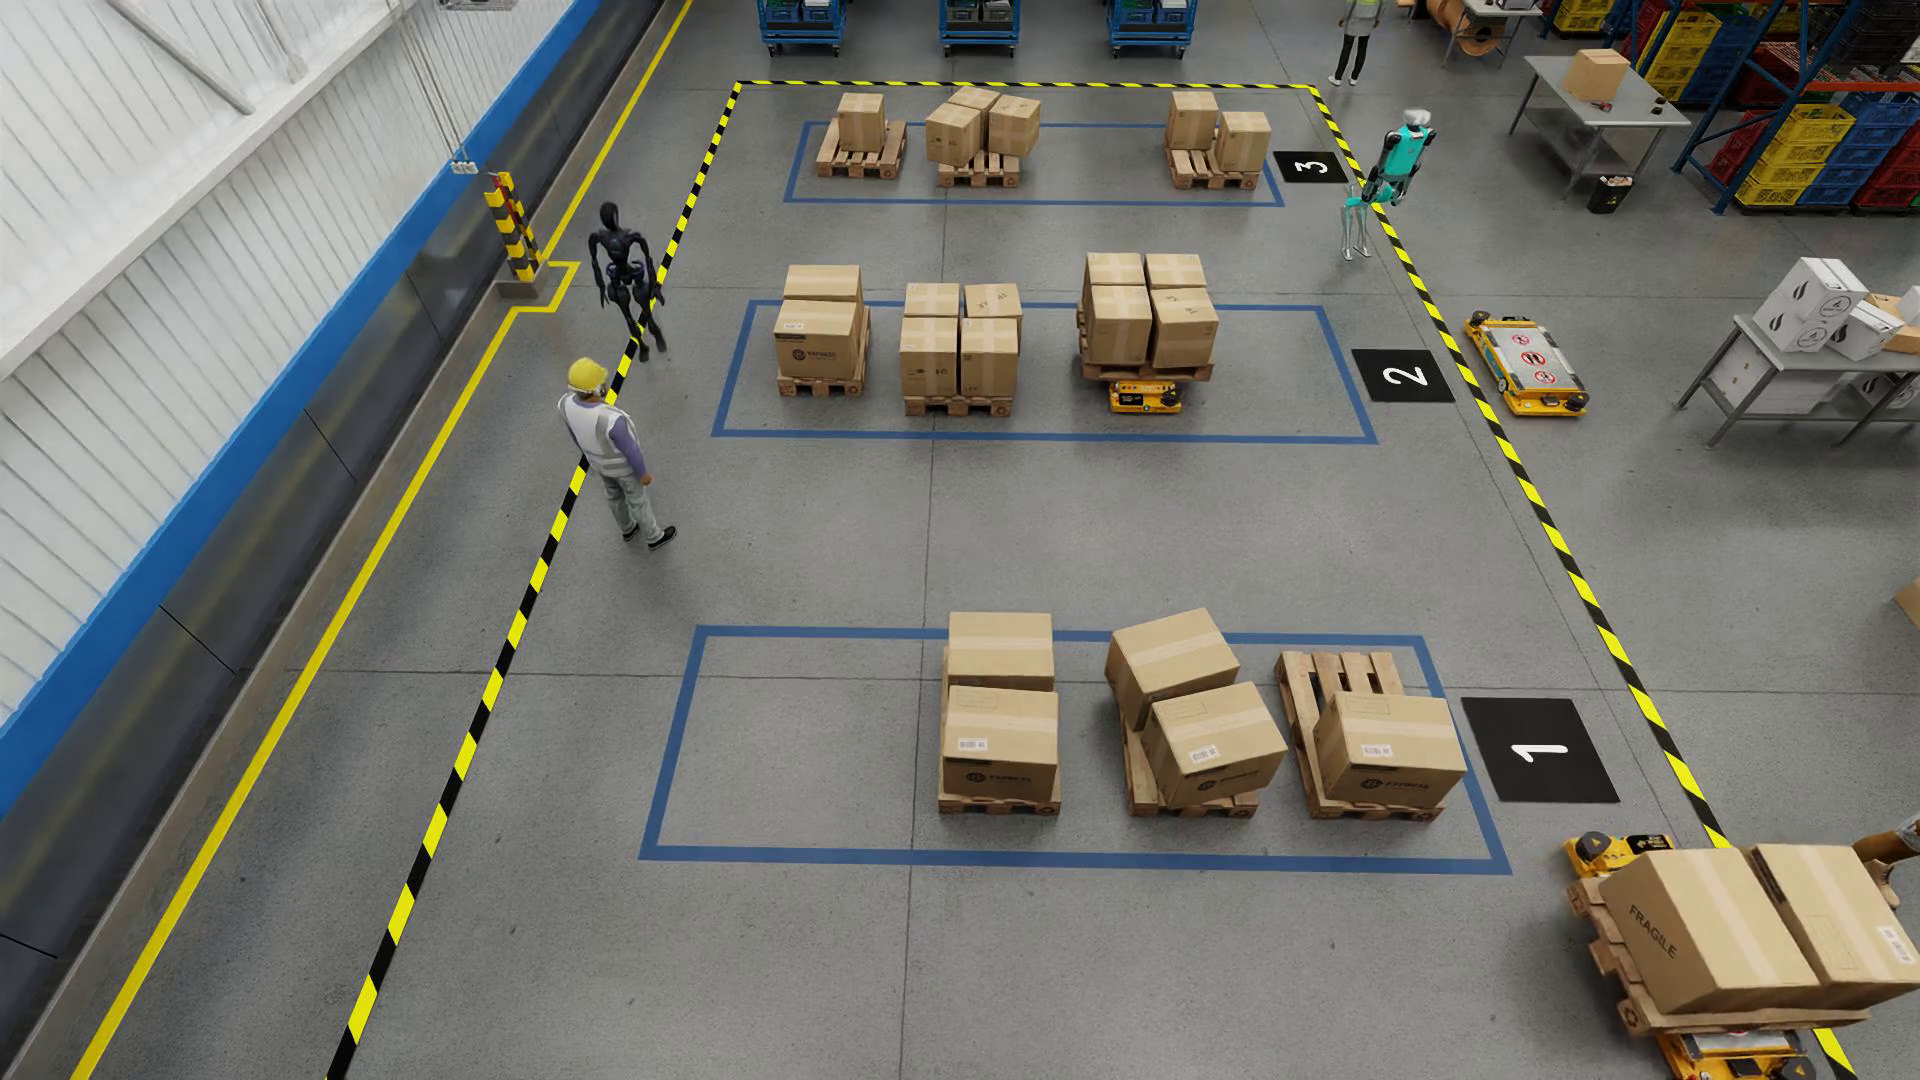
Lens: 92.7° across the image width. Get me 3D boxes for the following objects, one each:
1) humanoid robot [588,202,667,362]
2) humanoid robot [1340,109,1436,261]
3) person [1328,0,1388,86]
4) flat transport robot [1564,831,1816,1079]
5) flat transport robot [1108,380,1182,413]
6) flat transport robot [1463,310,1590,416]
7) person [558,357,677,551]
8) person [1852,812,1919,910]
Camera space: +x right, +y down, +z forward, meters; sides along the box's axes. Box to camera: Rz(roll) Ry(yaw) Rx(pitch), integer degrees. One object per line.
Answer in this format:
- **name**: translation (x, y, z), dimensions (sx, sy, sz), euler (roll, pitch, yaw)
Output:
- **humanoid robot**: translation (-3.139, -2.409, 8.684), dimensions (0.601, 1.644, 0.335), euler (-7, 49, -6)
- **humanoid robot**: translation (4.462, -3.852, 9.804), dimensions (0.533, 1.681, 0.735), euler (-11, 50, -9)
- **person**: translation (5.638, -7.373, 12.872), dimensions (0.588, 1.846, 0.407), euler (1, 49, 1)
- **flat transport robot**: translation (4.260, 2.434, 5.408), dimensions (0.652, 0.197, 1.431), euler (-2, 49, -1)
- **flat transport robot**: translation (1.773, -1.807, 9.079), dimensions (0.652, 0.197, 1.431), euler (1, 49, 1)
- **flat transport robot**: translation (5.573, -1.757, 9.054), dimensions (0.659, 0.231, 1.431), euler (1, 49, 1)
- **person**: translation (-2.636, -0.630, 7.045), dimensions (0.602, 1.827, 0.404), euler (21, 52, 17)
- **person**: translation (5.650, 1.528, 5.041), dimensions (0.606, 2.040, 0.375), euler (-2, 49, -2)
